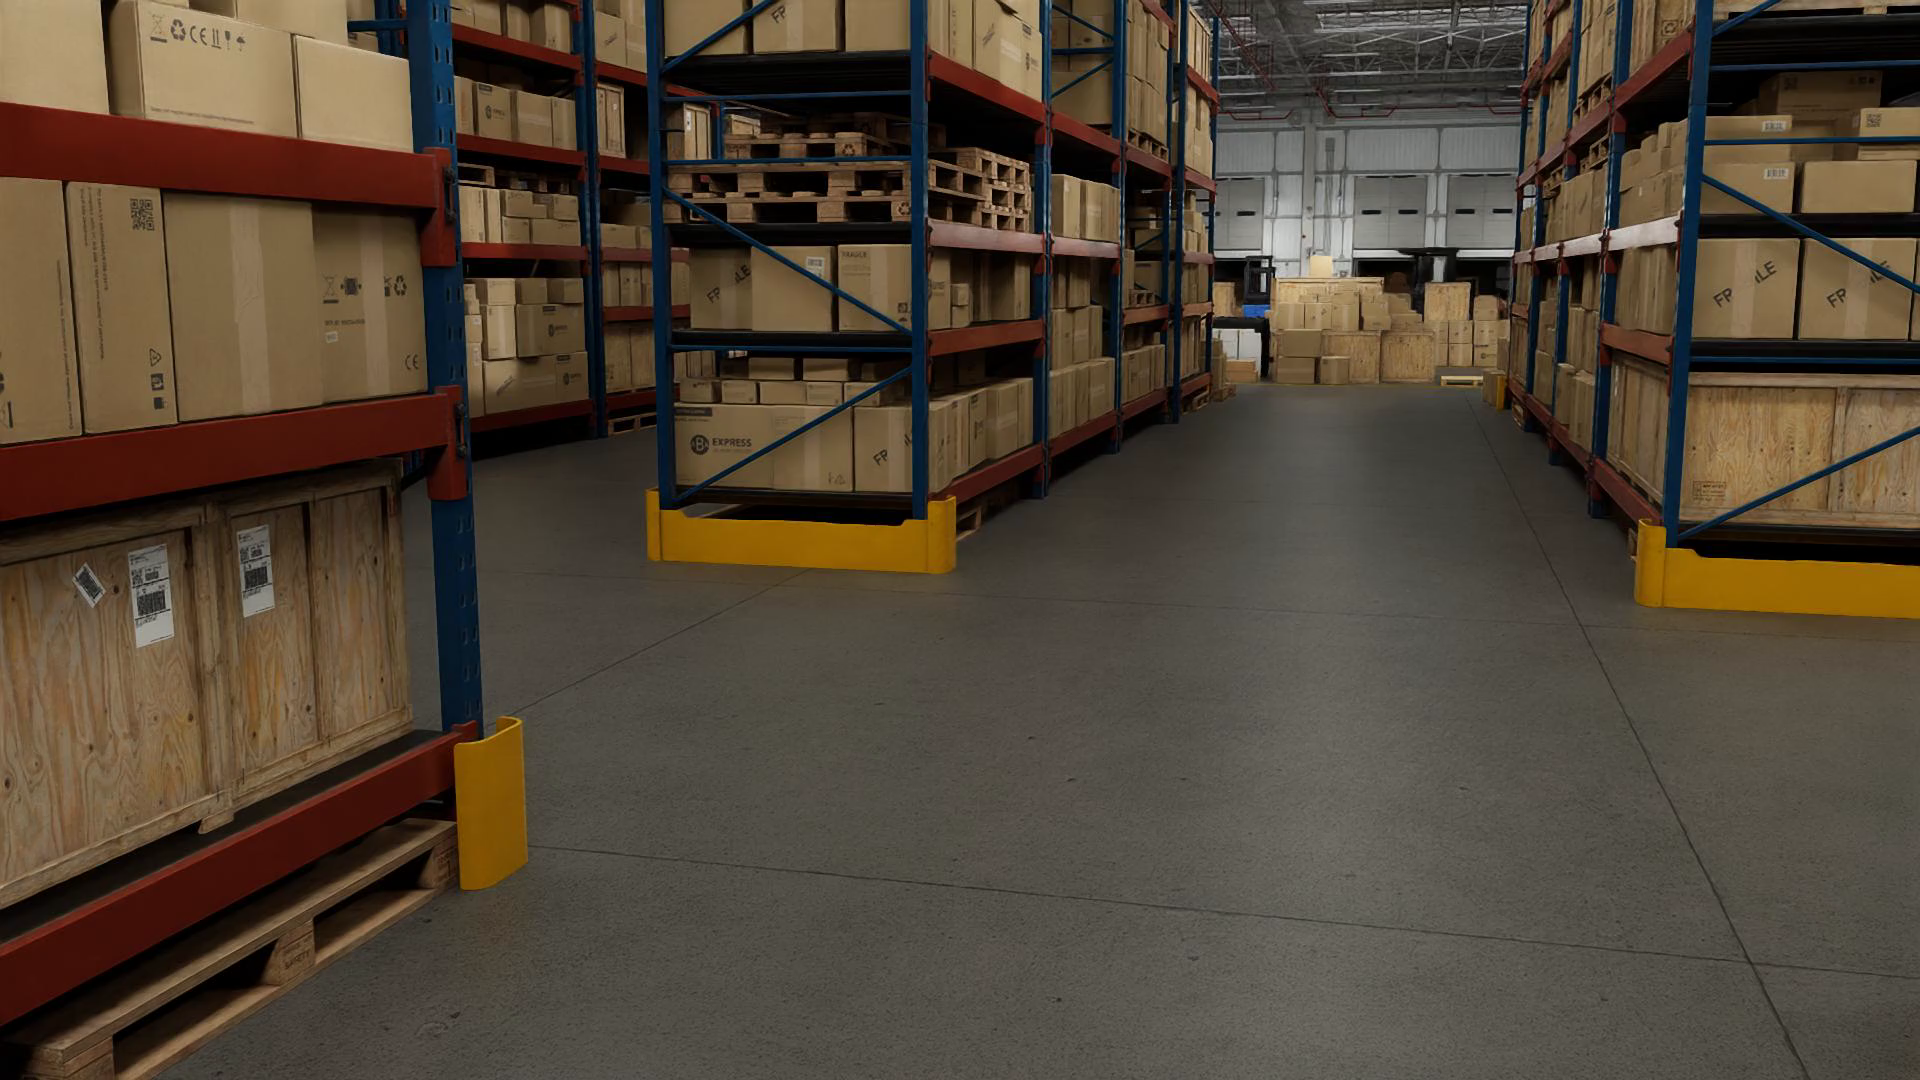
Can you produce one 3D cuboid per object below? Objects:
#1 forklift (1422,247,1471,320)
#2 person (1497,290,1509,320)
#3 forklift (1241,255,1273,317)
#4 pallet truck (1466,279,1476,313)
[{"bbox_3d":[12.581,-6.282,43.685,1.873,2.768,1.129,-6,11,-34],"label":"forklift"},{"bbox_3d":[16.599,-6.786,50.750,0.890,1.644,0.549,8,12,40],"label":"person"},{"bbox_3d":[10.551,-8.662,58.805,1.129,2.768,1.873,2,9,15],"label":"forklift"},{"bbox_3d":[18.896,-8.459,60.307,1.885,1.965,0.823,5,10,31],"label":"pallet truck"}]
